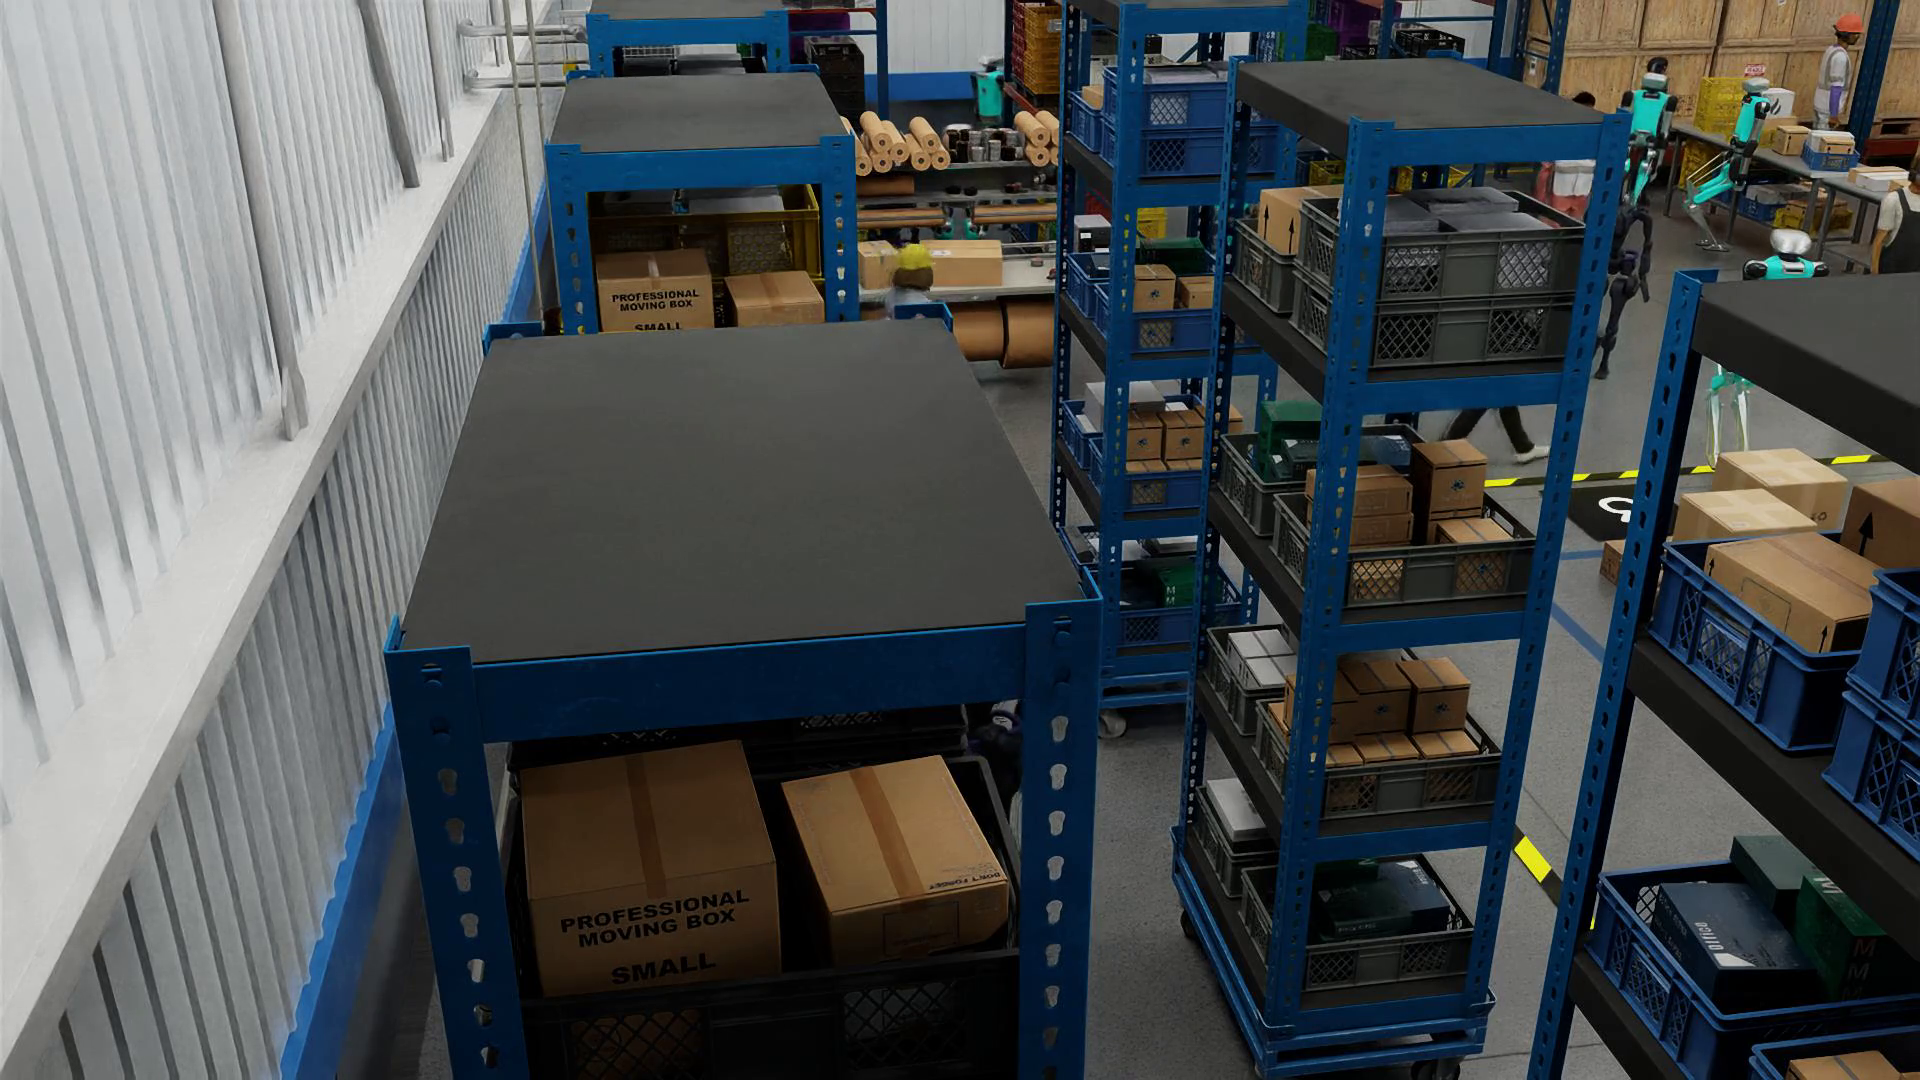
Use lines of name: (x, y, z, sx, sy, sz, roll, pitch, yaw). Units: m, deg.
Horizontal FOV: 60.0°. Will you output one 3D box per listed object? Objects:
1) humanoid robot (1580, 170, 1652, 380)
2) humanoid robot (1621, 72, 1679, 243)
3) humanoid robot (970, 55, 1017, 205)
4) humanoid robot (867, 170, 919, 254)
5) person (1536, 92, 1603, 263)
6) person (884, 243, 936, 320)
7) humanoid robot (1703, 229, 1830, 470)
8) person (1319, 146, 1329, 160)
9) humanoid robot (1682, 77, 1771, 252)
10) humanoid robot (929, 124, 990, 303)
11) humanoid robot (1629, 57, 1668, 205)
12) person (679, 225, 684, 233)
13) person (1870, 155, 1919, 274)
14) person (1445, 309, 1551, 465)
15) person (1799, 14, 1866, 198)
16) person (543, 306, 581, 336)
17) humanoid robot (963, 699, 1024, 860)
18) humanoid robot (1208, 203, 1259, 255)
humanoid robot: (5.178, -2.105, 13.187, 0.609, 1.651, 0.373, 14, 28, 29)
humanoid robot: (6.822, -3.743, 16.723, 0.577, 1.776, 1.006, 8, 26, 16)
humanoid robot: (0.496, -4.343, 17.978, 0.689, 1.785, 0.559, -21, 32, -38)
humanoid robot: (-0.578, -2.331, 13.746, 0.613, 1.659, 0.665, 21, 32, 38)
person: (5.565, -3.057, 15.015, 0.593, 1.889, 0.851, -4, 25, -9)
person: (-0.239, -1.139, 11.039, 0.848, 1.701, 0.507, -21, 32, -38)
humanoid robot: (5.346, -1.308, 11.230, 0.533, 1.672, 0.735, 1, 25, 1)
person: (4.455, -5.047, 19.398, 0.624, 1.835, 0.429, 0, 25, 0)
humanoid robot: (7.497, -3.715, 16.451, 0.735, 1.681, 0.533, 3, 25, 7)
humanoid robot: (0.002, -2.814, 14.691, 0.530, 1.802, 0.800, 1, 25, 1)
humanoid robot: (7.614, -4.510, 18.414, 0.397, 1.640, 0.588, -2, 25, -3)
person: (-2.935, -3.581, 16.214, 0.543, 1.829, 0.437, -18, 30, -34)
person: (7.323, -2.109, 12.998, 0.509, 1.842, 0.326, -7, 26, -14)
person: (3.709, -1.303, 11.289, 0.989, 1.797, 0.611, -5, 25, -12)
person: (9.857, -4.891, 18.811, 0.371, 2.042, 0.613, 7, 25, 14)
person: (-2.118, -0.389, 9.222, 0.329, 1.876, 0.509, 2, 25, 4)
humanoid robot: (0.077, 0.900, 6.682, 0.596, 1.639, 0.614, -13, 28, -25)
humanoid robot: (2.462, -2.632, 14.326, 0.531, 1.776, 1.018, 19, 31, 36)
